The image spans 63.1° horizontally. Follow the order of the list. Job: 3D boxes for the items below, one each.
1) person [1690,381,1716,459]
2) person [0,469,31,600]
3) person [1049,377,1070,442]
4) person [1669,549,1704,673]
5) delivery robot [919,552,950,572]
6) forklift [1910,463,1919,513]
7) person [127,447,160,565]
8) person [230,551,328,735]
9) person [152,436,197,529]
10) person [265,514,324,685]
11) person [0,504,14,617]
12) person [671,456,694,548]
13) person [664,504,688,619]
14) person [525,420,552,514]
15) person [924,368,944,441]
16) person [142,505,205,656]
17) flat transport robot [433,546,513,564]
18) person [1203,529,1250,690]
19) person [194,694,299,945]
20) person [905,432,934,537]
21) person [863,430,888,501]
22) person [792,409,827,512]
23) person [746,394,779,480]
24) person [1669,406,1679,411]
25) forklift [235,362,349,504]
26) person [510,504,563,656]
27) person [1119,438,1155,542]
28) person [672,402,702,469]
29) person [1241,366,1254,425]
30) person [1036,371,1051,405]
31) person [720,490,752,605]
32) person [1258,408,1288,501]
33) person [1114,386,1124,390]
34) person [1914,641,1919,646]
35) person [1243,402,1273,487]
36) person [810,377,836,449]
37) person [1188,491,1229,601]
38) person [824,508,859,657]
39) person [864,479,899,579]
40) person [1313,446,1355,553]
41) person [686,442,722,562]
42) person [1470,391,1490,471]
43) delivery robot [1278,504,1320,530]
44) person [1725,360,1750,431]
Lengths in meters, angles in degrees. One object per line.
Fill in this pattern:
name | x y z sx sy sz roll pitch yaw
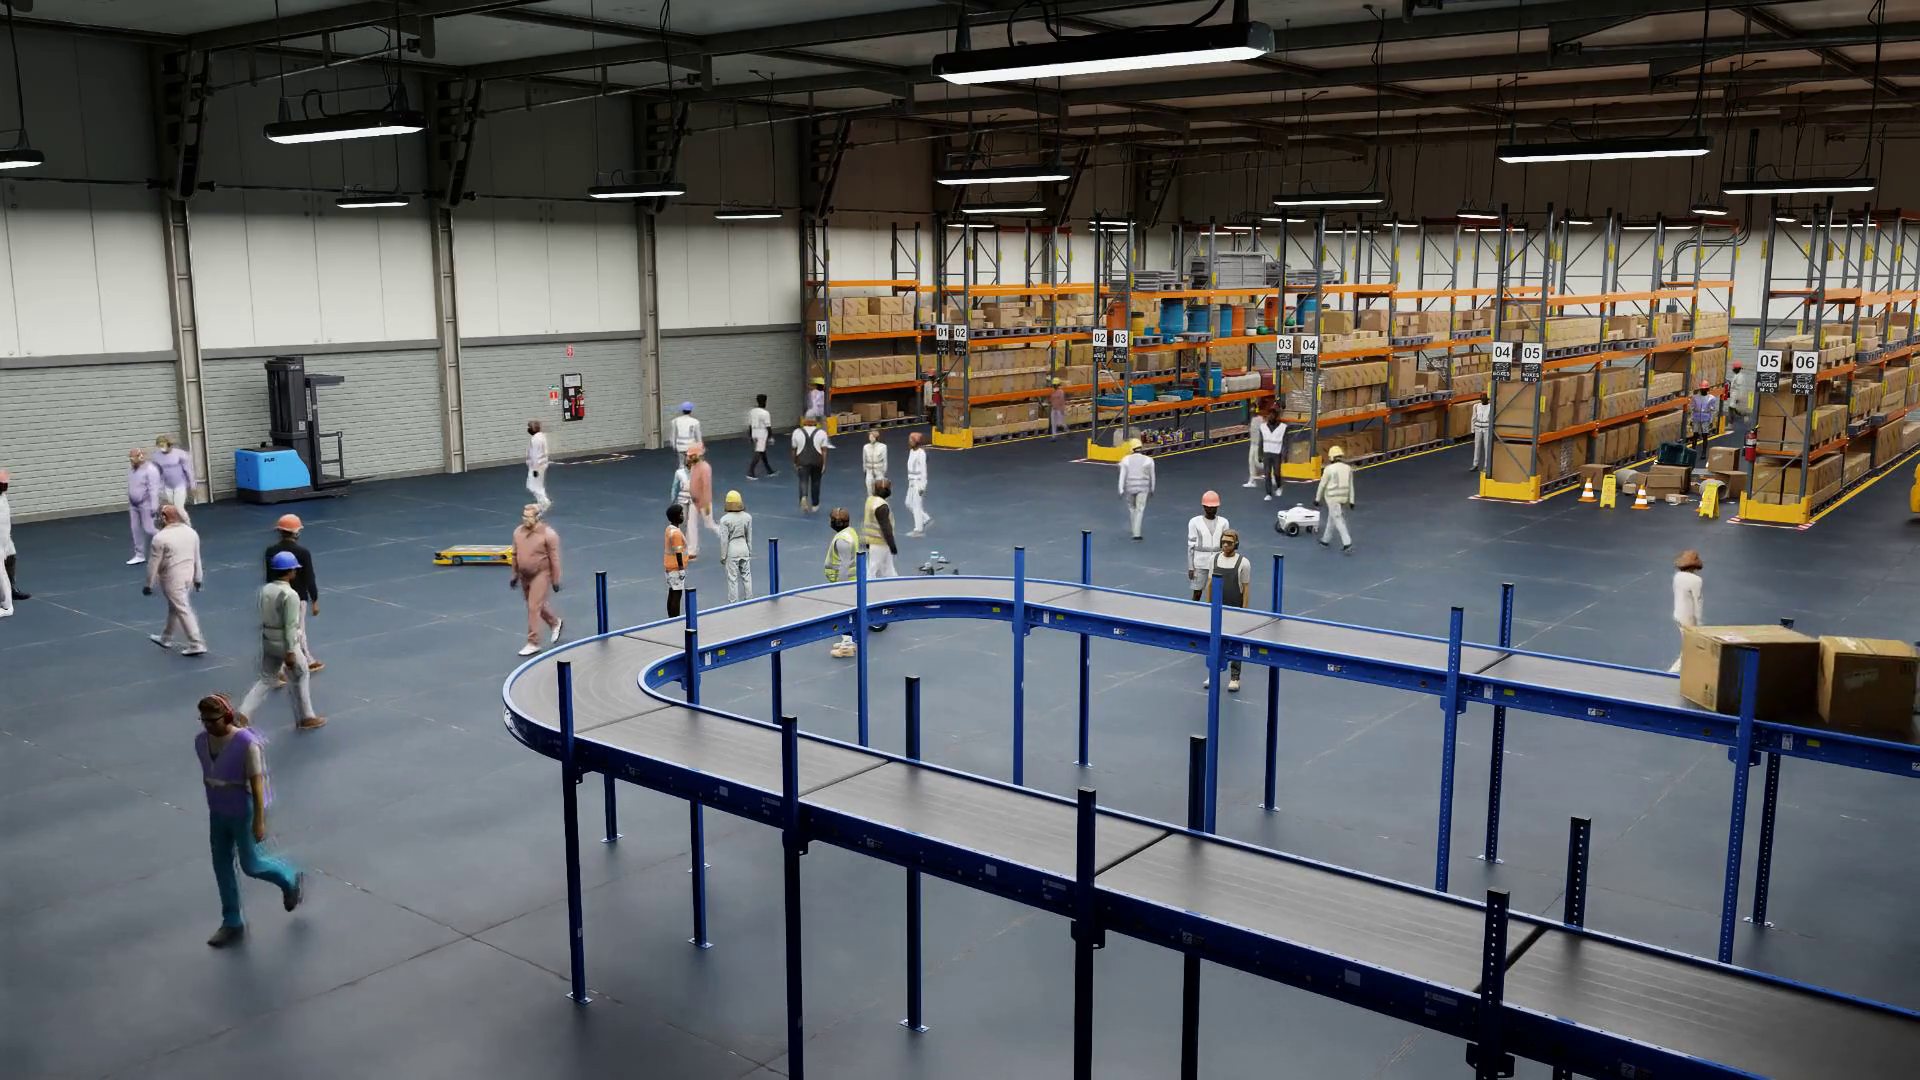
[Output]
person | 18.390 -2.981 38.784 0.542 1.939 0.366 8 13 39
person | -13.883 -0.064 22.454 0.703 1.919 0.551 -2 10 -13
person | 2.681 -3.548 42.494 0.567 1.748 0.544 -9 13 -41
person | 8.334 0.905 17.839 0.430 1.609 0.523 0 10 0
delivery robot | -0.377 0.293 23.375 0.335 0.223 0.698 4 11 23
forklift | 19.034 -1.348 28.998 2.313 2.155 1.214 8 13 37
person | -13.208 -0.568 25.347 0.666 1.887 0.622 4 11 22
person | -7.053 1.078 16.051 0.620 1.914 0.926 8 13 37
person | -13.577 -0.869 27.028 0.677 1.892 0.548 1 10 8
person | -7.799 0.676 18.173 0.636 1.959 0.984 4 11 19
person | -13.295 0.119 21.529 0.329 1.873 0.515 -4 11 -23
person | -4.611 -0.634 26.483 0.582 1.610 0.477 -3 11 -19
person | -3.734 0.368 20.618 0.318 1.697 0.535 -4 11 -23
person | -8.165 -1.399 30.192 0.433 1.829 0.648 -1 10 -5
person | -0.697 -3.716 42.819 0.630 1.976 0.592 4 11 22
person | -9.808 0.497 19.414 0.975 1.855 0.660 3 11 16
flat transport robot | -7.774 0.235 25.497 1.431 0.197 0.652 0 10 1
person | 3.040 0.786 17.845 0.507 1.846 0.343 6 12 29
person | -5.180 1.957 11.331 0.600 1.817 0.690 4 11 21
person | -0.748 -0.990 27.780 0.467 1.866 0.604 -3 11 -19
person | -1.633 -1.328 30.369 0.533 1.624 0.532 3 11 18
person | -2.908 -1.518 30.384 0.693 2.000 0.765 0 10 -2
person | -4.485 -2.328 35.196 0.631 1.915 1.020 9 14 43
person | 20.951 -4.161 45.575 0.630 1.890 0.577 -2 10 -13
forklift | -13.803 -2.244 32.110 1.129 2.768 1.873 8 13 37
person | -5.304 0.449 19.678 0.639 1.875 0.872 5 11 28
person | 3.117 -0.886 27.420 0.599 1.782 0.852 3 11 17
person | -5.744 -1.964 33.081 0.639 1.925 0.518 2 10 10
person | 8.502 -4.328 46.915 0.548 1.743 0.671 8 13 39
person | 2.526 -4.319 46.668 0.603 1.810 0.511 7 12 33
person | -3.084 0.183 21.529 0.486 1.745 0.293 -8 13 -39
person | 6.401 -1.764 32.034 0.619 1.900 0.464 5 11 26
person | 5.344 -5.246 52.206 0.536 1.699 0.322 7 12 34
person | 12.347 0.447 19.555 0.721 1.907 0.561 -1 10 -6
person | 6.467 -2.067 33.870 0.560 1.857 0.530 -3 11 -17
person | -3.747 -3.320 40.867 0.970 1.886 0.588 6 12 29
person | 3.207 0.322 20.192 0.543 1.939 0.362 -2 10 -10
person | -1.459 0.515 19.387 0.429 1.839 0.633 1 10 4
person | -1.031 0.021 22.279 0.964 1.794 0.650 -3 10 -16
person | 6.375 -0.686 26.352 0.585 1.782 0.966 -7 12 -35
person | -4.151 -0.643 25.596 0.926 1.962 0.614 -7 12 -35
person | 12.181 -2.530 36.403 0.578 1.882 0.346 8 13 37
delivery robot | 6.084 -0.411 28.070 0.707 0.478 0.477 -2 10 -14
person | 22.527 -4.185 45.308 0.664 2.031 0.623 4 11 20
